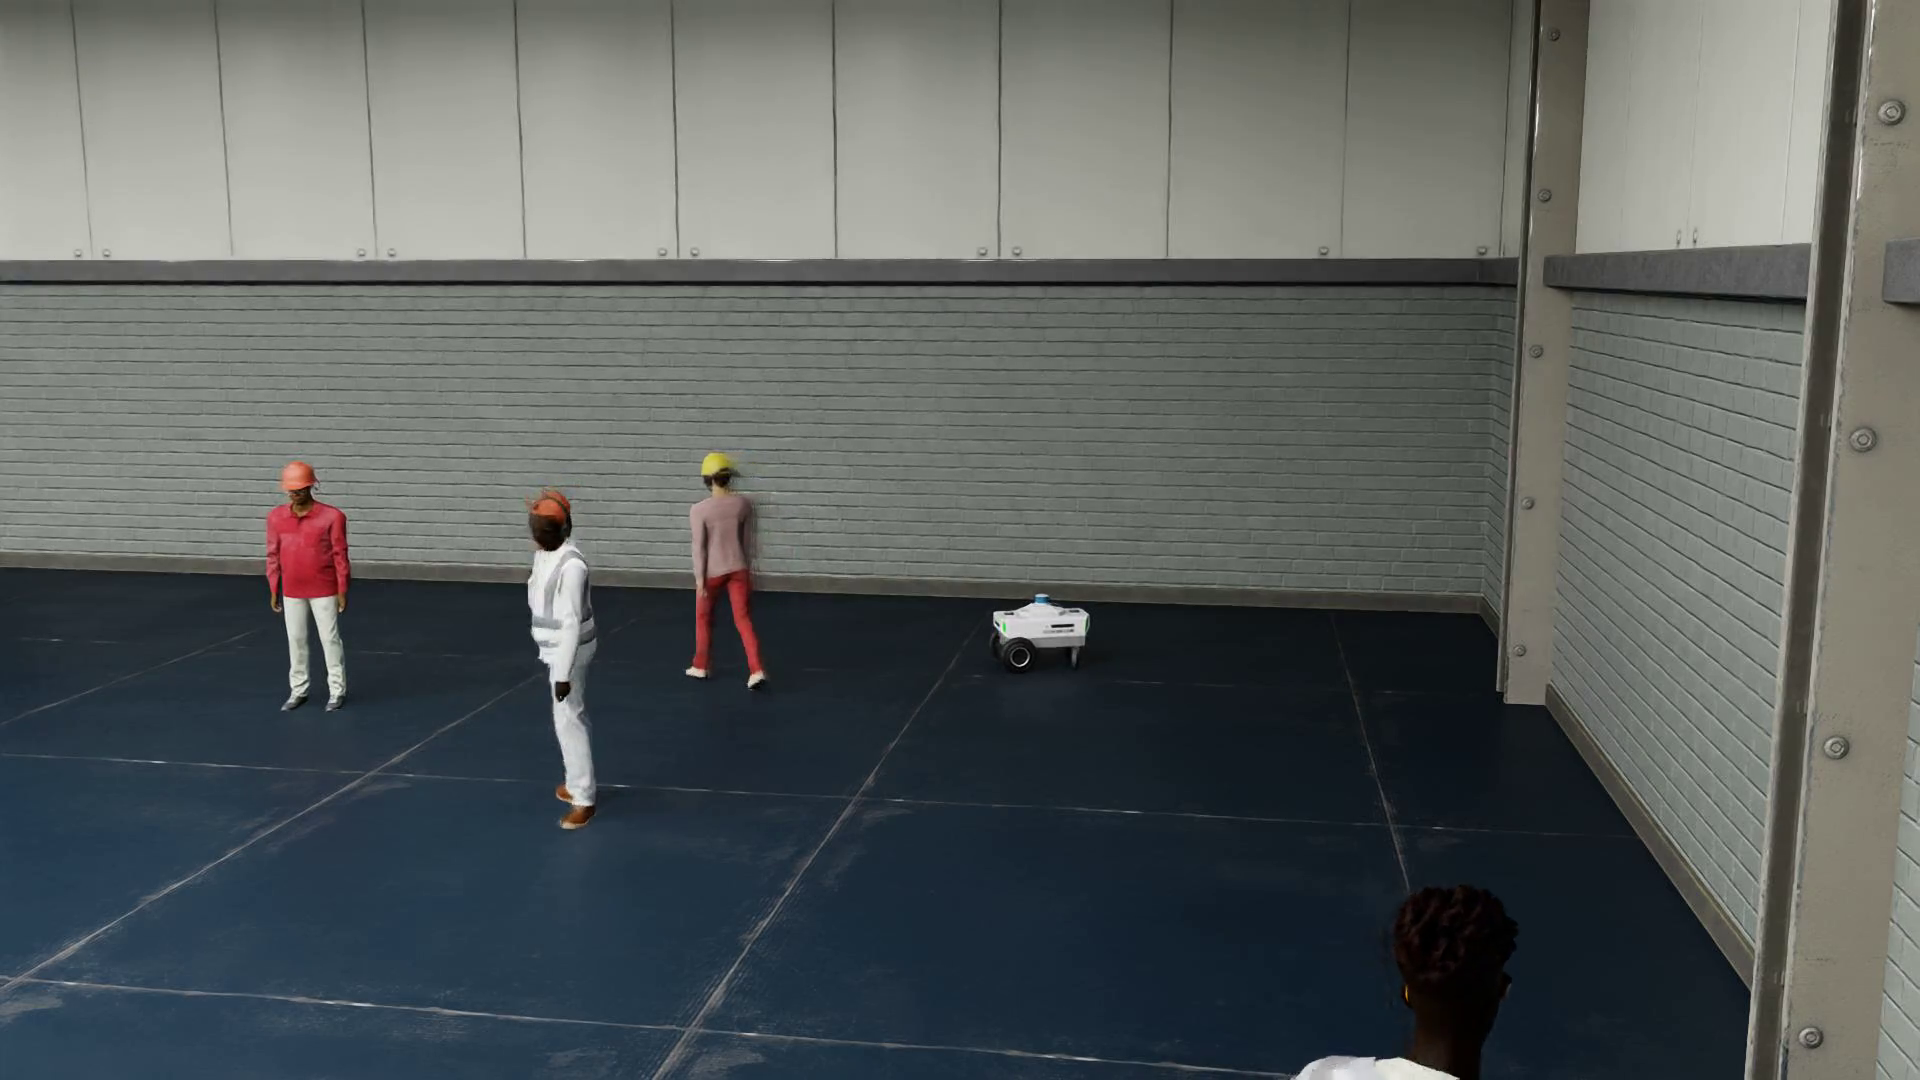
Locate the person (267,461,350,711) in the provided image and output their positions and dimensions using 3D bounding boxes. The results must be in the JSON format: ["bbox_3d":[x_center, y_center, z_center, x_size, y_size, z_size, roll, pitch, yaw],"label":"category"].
[{"bbox_3d":[-4.486,0.320,11.439,0.571,1.743,0.351,0,9,2],"label":"person"}]

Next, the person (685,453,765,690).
[{"bbox_3d":[-1.707,0.228,12.114,0.528,1.724,0.909,-6,11,-34],"label":"person"}]

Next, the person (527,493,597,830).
[{"bbox_3d":[-2.200,0.639,9.175,0.352,1.857,0.740,-4,10,-25],"label":"person"}]

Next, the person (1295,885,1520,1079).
[{"bbox_3d":[0.910,1.580,3.129,1.017,1.918,0.603,-9,13,-42],"label":"person"}]

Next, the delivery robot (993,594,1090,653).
[{"bbox_3d":[0.625,0.656,12.731,0.707,0.478,0.477,-2,10,-12],"label":"delivery robot"}]
